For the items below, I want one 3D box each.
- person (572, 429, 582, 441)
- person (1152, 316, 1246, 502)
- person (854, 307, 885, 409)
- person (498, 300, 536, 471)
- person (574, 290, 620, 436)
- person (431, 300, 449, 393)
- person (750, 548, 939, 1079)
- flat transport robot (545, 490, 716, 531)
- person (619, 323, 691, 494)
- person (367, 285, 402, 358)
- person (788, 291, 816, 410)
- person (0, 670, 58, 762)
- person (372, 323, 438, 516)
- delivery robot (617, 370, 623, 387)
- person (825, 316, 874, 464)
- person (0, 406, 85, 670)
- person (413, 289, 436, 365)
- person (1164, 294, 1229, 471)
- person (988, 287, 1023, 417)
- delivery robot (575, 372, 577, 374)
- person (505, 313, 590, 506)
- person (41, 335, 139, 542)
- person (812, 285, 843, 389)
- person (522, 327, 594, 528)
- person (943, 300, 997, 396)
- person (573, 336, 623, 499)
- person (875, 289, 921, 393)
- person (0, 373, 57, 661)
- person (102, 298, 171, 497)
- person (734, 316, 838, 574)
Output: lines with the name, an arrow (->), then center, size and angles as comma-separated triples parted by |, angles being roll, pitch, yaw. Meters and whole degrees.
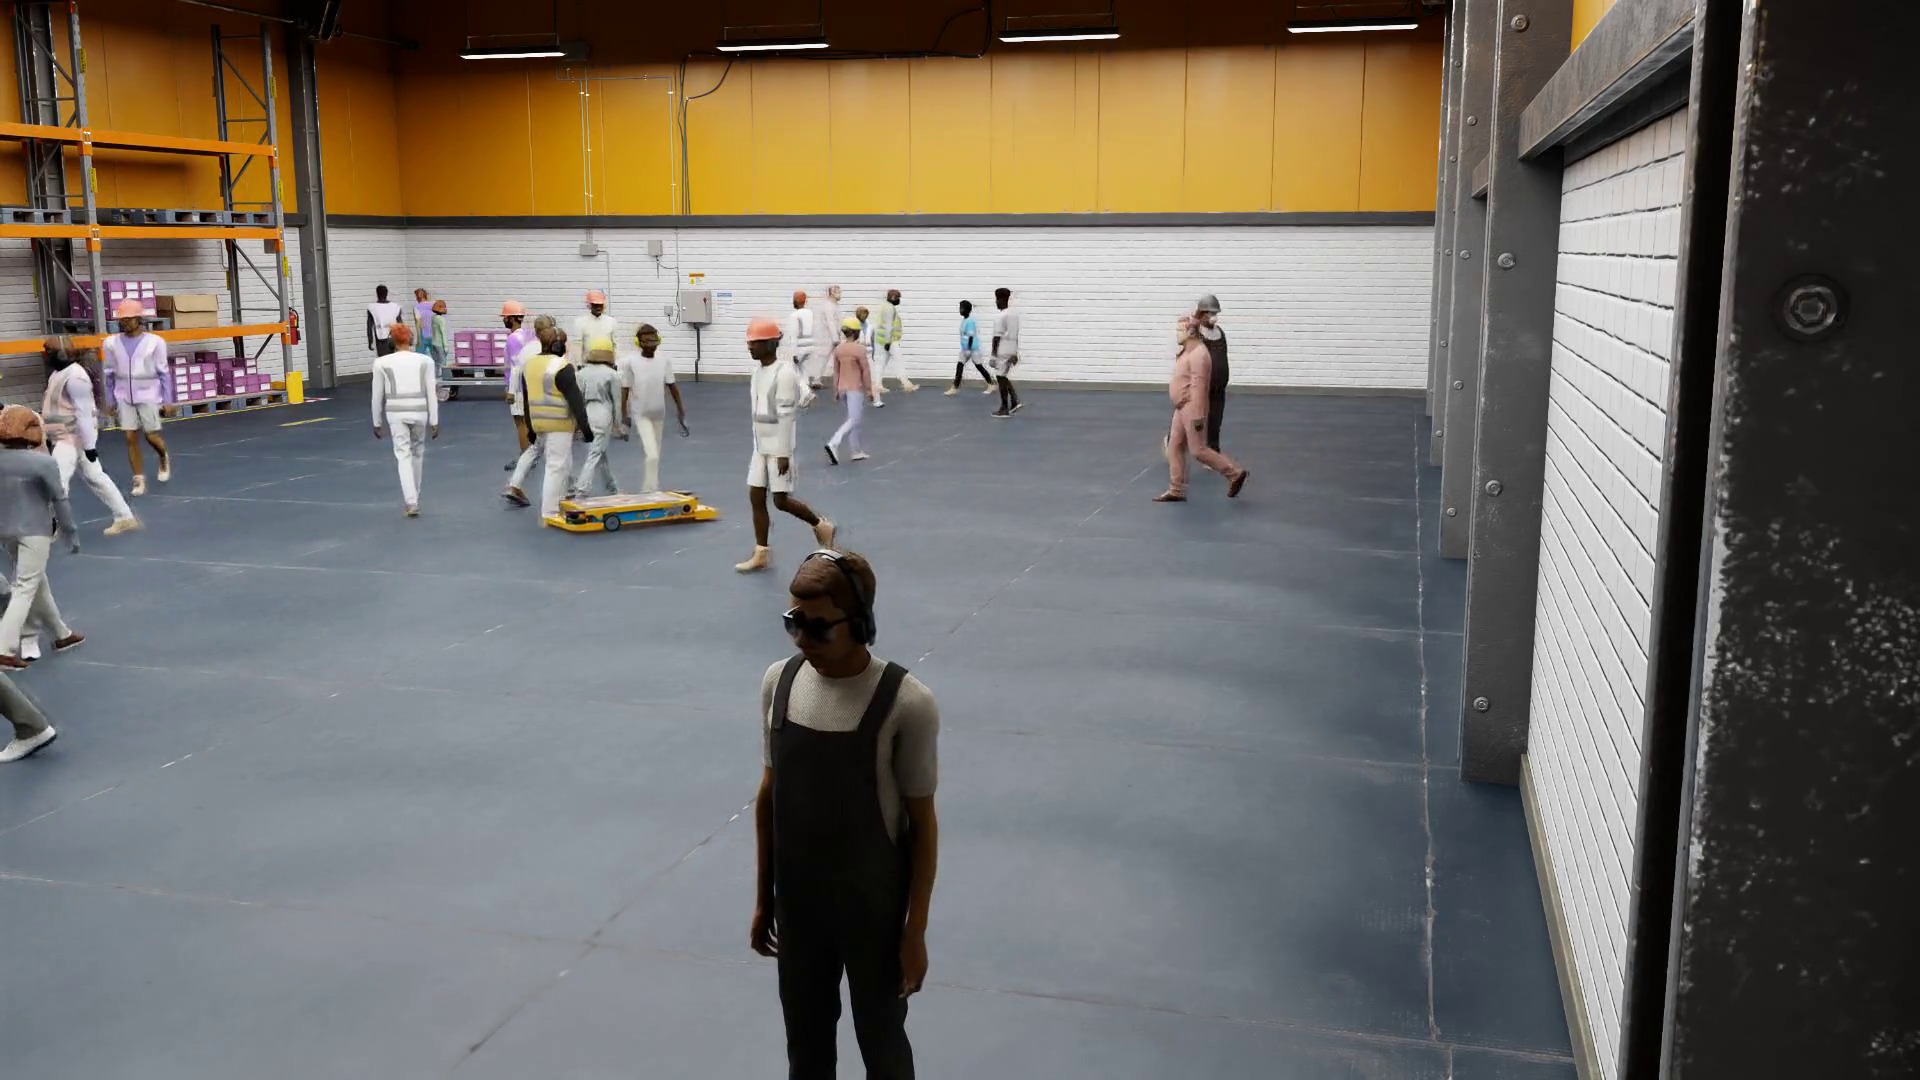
person -> -5.352, -2.121, 21.853 | 0.838, 1.664, 0.522 | 8, 13, 39
person -> 2.398, -1.289, 16.541 | 0.842, 1.878, 0.657 | -1, 10, -6
person -> -1.497, -2.837, 26.052 | 0.528, 1.601, 0.807 | -6, 12, -30
person -> -5.059, -1.759, 19.001 | 0.357, 1.938, 0.542 | 0, 10, 2
person -> -4.833, -2.346, 22.211 | 0.631, 1.972, 0.618 | -4, 11, -24
person -> -9.046, -3.363, 28.973 | 0.280, 1.624, 0.493 | -8, 13, -40
person -> -0.296, 0.920, 4.113 | 0.504, 1.839, 0.344 | 5, 11, 27
flat transport robot -> -3.041, -0.278, 15.332 | 1.431, 0.197, 0.652 | -7, 12, -35
person -> -2.864, -1.118, 15.691 | 0.627, 1.829, 0.774 | -9, 13, -41
person -> -10.076, -3.534, 29.213 | 0.603, 1.889, 0.890 | -8, 13, -39
person -> -2.449, -2.938, 25.868 | 0.476, 1.868, 0.581 | 7, 12, 35
person -> -4.962, 0.206, 8.052 | 0.963, 1.884, 0.610 | -6, 12, -31
person -> -5.301, -1.159, 15.928 | 0.583, 1.833, 1.018 | -5, 11, -28
delivery robot -> -6.148, -2.807, 28.583 | 0.707, 0.478, 0.477 | -1, 10, -7
person -> -1.332, -1.772, 19.639 | 0.769, 1.738, 0.530 | -10, 14, -44
person -> -5.703, -0.026, 10.186 | 0.519, 1.587, 0.870 | 2, 10, 10
person -> -9.735, -3.659, 30.190 | 1.002, 1.782, 0.576 | 6, 12, 30
person -> 2.746, -1.823, 19.075 | 0.694, 2.000, 0.773 | -6, 12, -32
person -> 0.645, -2.803, 24.892 | 0.410, 1.950, 0.606 | 5, 11, 27
delivery robot -> -6.853, -2.741, 28.210 | 0.707, 0.478, 0.477 | 0, 10, 1
person -> -4.087, -1.261, 16.287 | 0.639, 1.910, 0.875 | 8, 12, 37
person -> -7.706, -0.881, 14.460 | 0.976, 1.799, 0.617 | -6, 12, -32
person -> -2.204, -3.617, 29.758 | 0.997, 1.852, 0.671 | 1, 10, 7
person -> -3.636, -1.033, 15.222 | 0.629, 1.818, 0.633 | 10, 14, 44
person -> 0.203, -3.281, 28.442 | 0.922, 1.648, 0.532 | -3, 11, -19
person -> -3.522, -1.130, 16.131 | 0.492, 1.692, 0.928 | 5, 11, 27
person -> -1.110, -3.461, 29.008 | 0.895, 1.800, 0.654 | -2, 10, -10
person -> -5.952, -0.212, 10.333 | 0.625, 1.901, 0.608 | -5, 11, -26
person -> -8.468, -1.479, 17.172 | 0.613, 2.026, 0.657 | -1, 10, -8
person -> -1.388, -0.747, 13.055 | 0.777, 2.019, 0.621 | -7, 12, -36
